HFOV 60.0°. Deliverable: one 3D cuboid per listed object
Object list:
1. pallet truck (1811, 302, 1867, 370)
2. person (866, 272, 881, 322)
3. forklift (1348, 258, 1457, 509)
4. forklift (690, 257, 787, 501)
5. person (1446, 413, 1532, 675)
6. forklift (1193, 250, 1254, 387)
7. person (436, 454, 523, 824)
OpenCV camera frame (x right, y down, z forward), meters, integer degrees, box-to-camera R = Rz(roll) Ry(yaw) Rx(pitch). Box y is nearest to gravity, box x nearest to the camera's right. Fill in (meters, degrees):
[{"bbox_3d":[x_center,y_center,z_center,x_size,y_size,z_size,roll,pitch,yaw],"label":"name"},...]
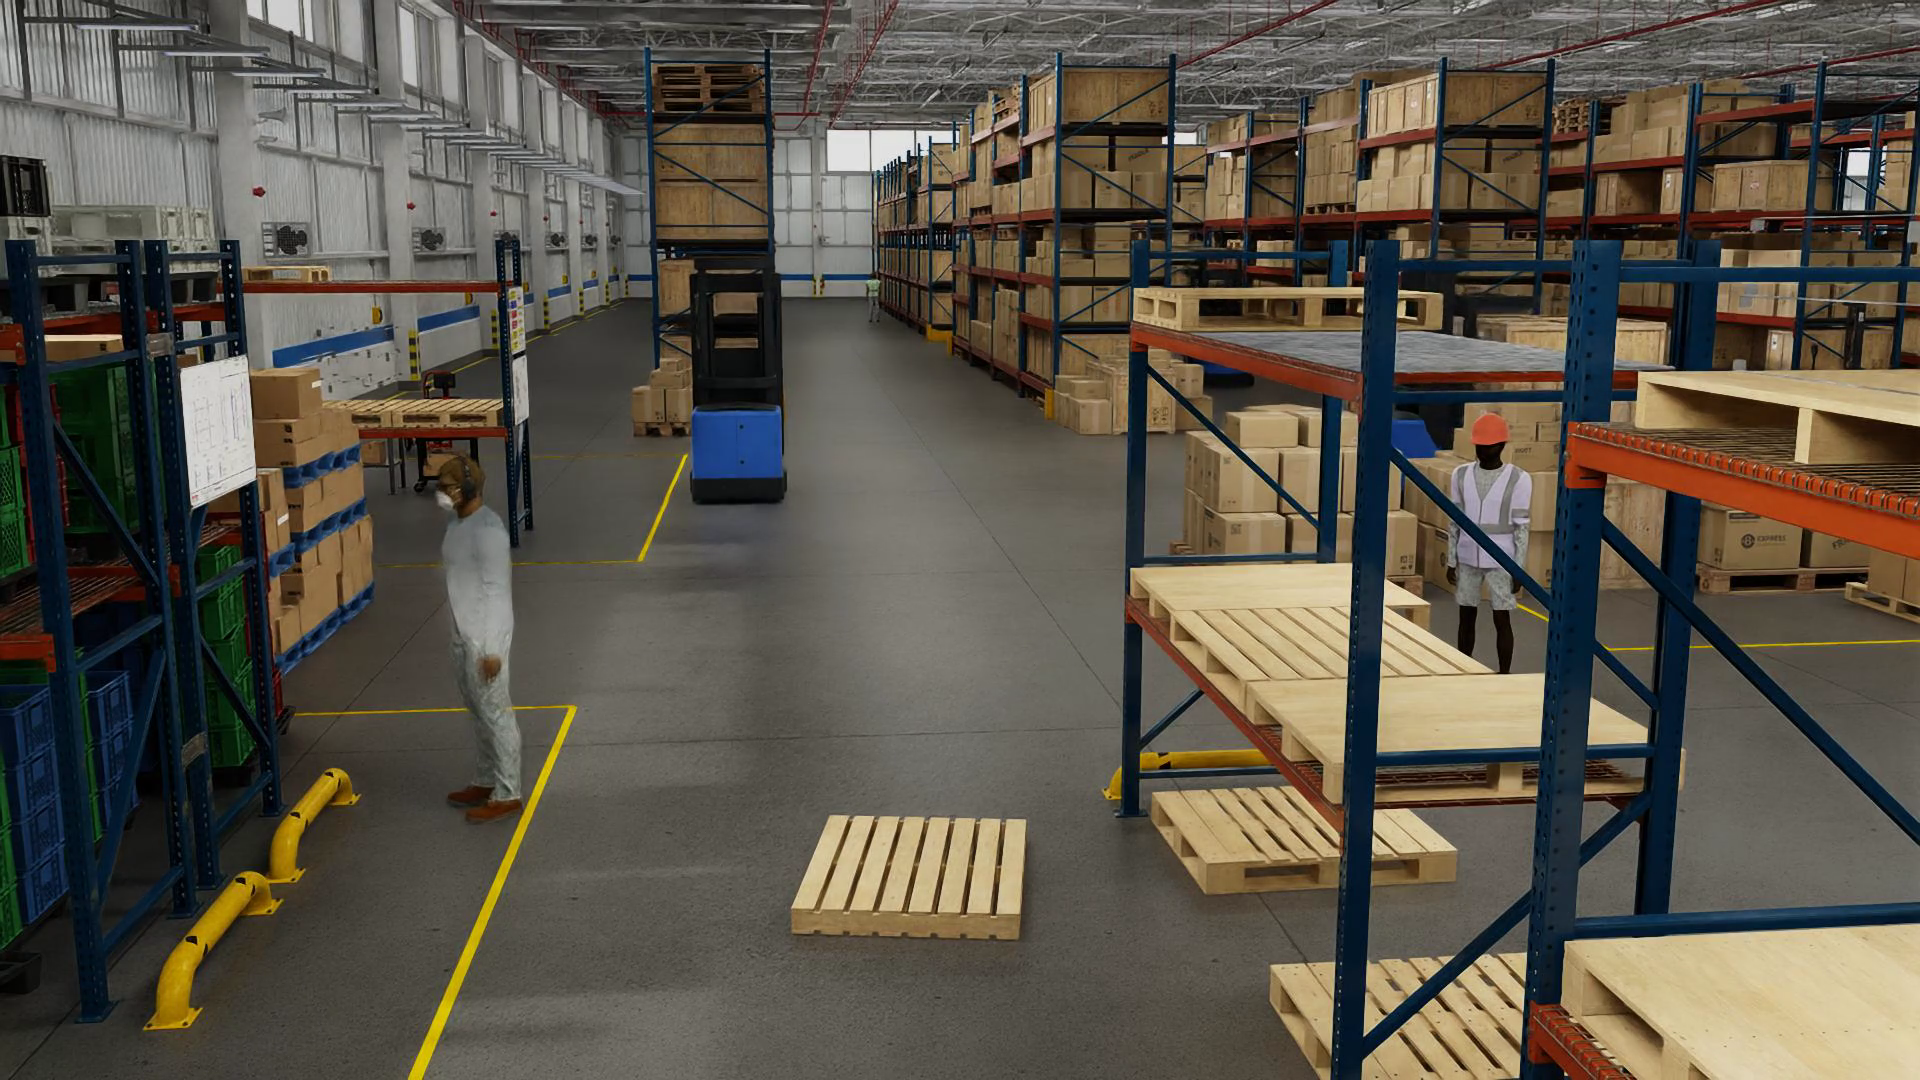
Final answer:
[{"bbox_3d":[15.846,-3.142,28.793,1.885,1.965,0.823,2,10,12],"label":"pallet truck"},{"bbox_3d":[-3.202,-9.013,61.741,0.570,1.844,0.377,-2,10,-9],"label":"person"},{"bbox_3d":[5.116,-1.729,18.512,1.873,2.768,1.129,-1,10,-7],"label":"forklift"},{"bbox_3d":[-2.648,-1.951,19.746,1.129,2.768,1.873,-1,10,-6],"label":"forklift"},{"bbox_3d":[3.433,0.128,10.879,0.543,1.928,0.400,8,13,39],"label":"person"},{"bbox_3d":[5.404,-4.629,34.583,1.129,2.768,1.873,-1,10,-6],"label":"forklift"},{"bbox_3d":[-2.526,0.509,8.727,0.356,1.936,0.635,-7,12,-33],"label":"person"}]
